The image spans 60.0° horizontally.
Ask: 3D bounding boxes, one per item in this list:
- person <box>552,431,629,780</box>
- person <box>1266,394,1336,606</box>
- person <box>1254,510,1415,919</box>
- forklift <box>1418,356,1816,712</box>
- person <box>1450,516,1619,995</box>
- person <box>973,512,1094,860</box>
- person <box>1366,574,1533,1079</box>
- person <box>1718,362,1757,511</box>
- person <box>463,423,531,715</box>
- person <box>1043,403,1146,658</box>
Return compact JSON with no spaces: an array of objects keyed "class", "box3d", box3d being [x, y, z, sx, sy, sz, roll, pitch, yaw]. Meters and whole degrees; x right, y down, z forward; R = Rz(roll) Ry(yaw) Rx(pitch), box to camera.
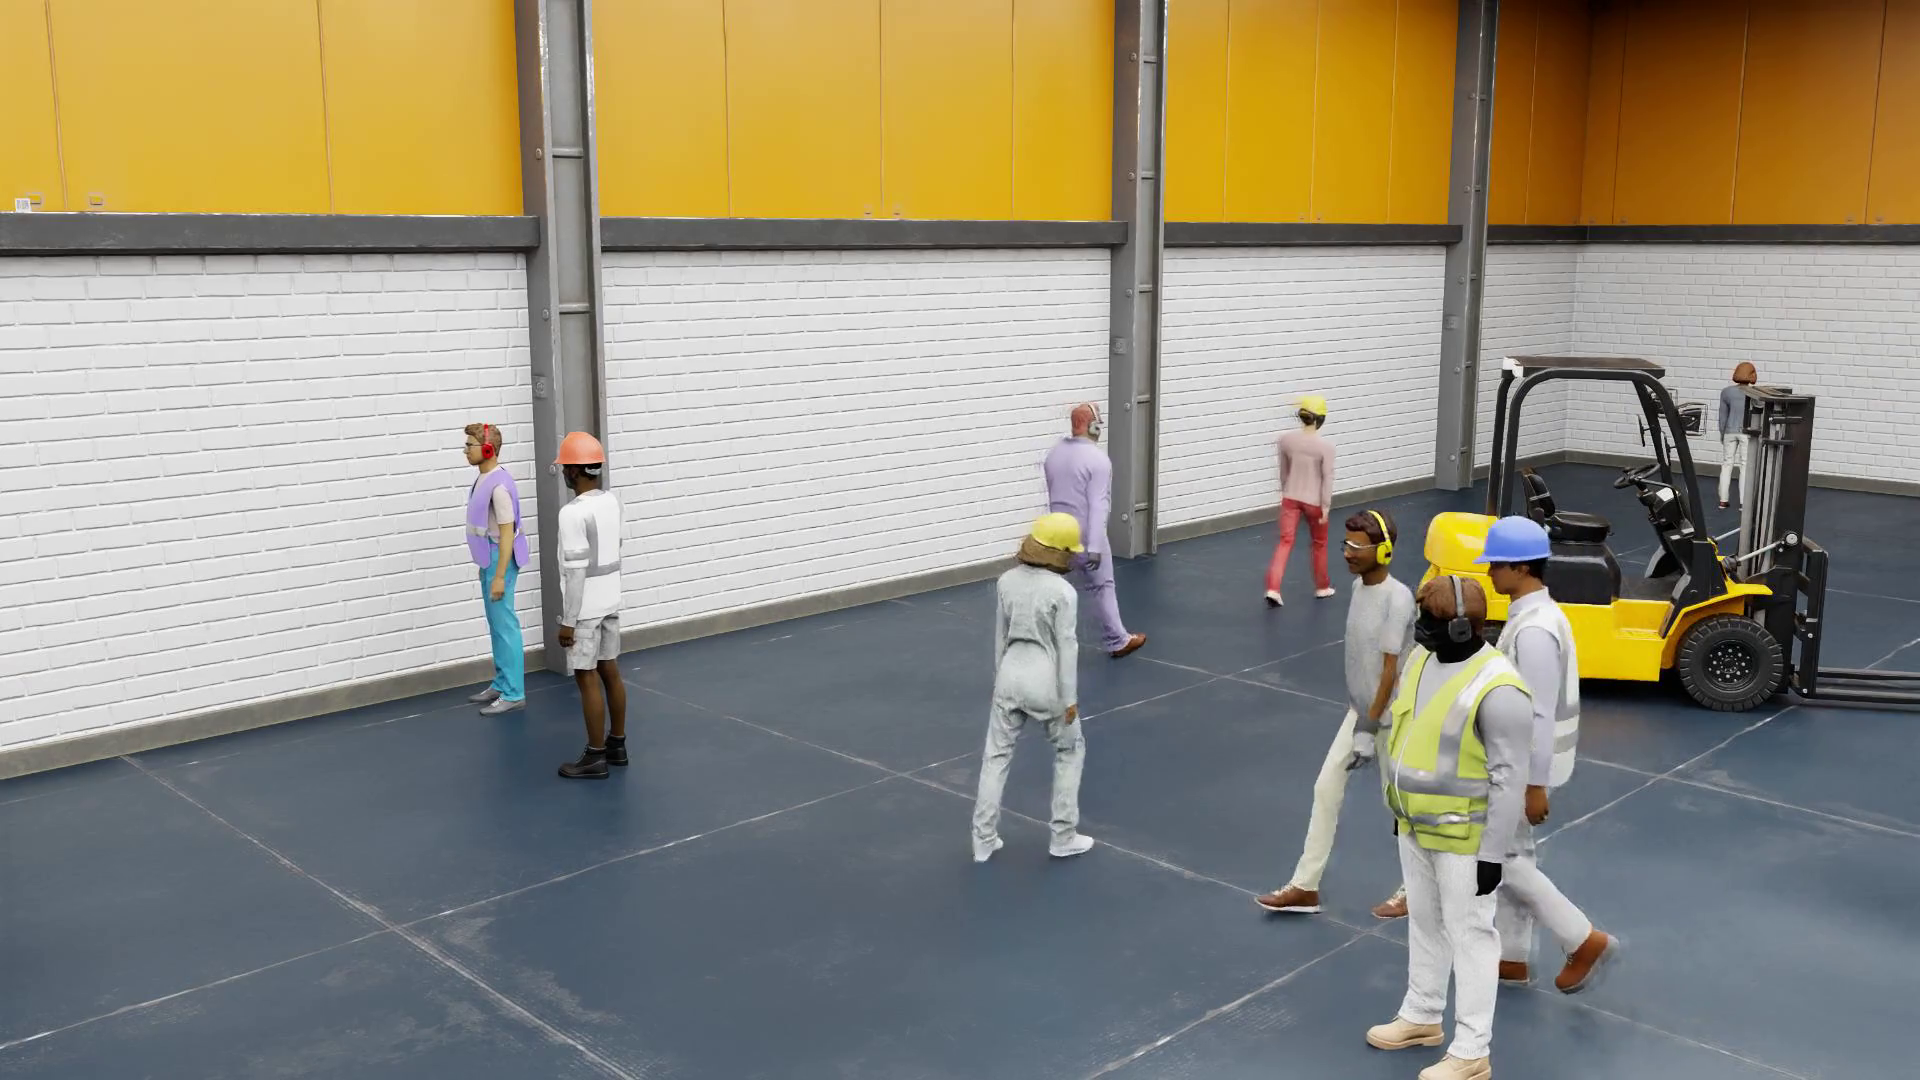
[{"class":"person","box3d":[-2.073,0.363,9.246,0.358,1.936,0.552,3,11,17]},{"class":"person","box3d":[2.805,-0.327,13.571,0.522,1.727,0.888,7,13,34]},{"class":"person","box3d":[1.718,0.788,7.227,0.907,1.835,0.537,-3,11,-16]},{"class":"forklift","box3d":[4.276,-0.101,11.076,2.313,2.155,1.214,2,11,13]},{"class":"person","box3d":[2.264,0.868,6.549,0.602,1.918,0.622,4,11,21]},{"class":"person","box3d":[0.366,0.711,7.985,0.520,1.702,0.530,8,13,37]},{"class":"person","box3d":[1.726,1.024,5.911,0.429,1.840,0.627,-3,11,-16]},{"class":"person","box3d":[8.580,-1.137,18.274,0.297,1.641,0.506,-8,13,-39]},{"class":"person","box3d":[-2.924,0.175,10.518,0.389,1.847,0.563,-5,11,-24]},{"class":"person","box3d":[0.876,-0.034,11.643,1.010,1.847,0.664,-9,13,-39]}]
